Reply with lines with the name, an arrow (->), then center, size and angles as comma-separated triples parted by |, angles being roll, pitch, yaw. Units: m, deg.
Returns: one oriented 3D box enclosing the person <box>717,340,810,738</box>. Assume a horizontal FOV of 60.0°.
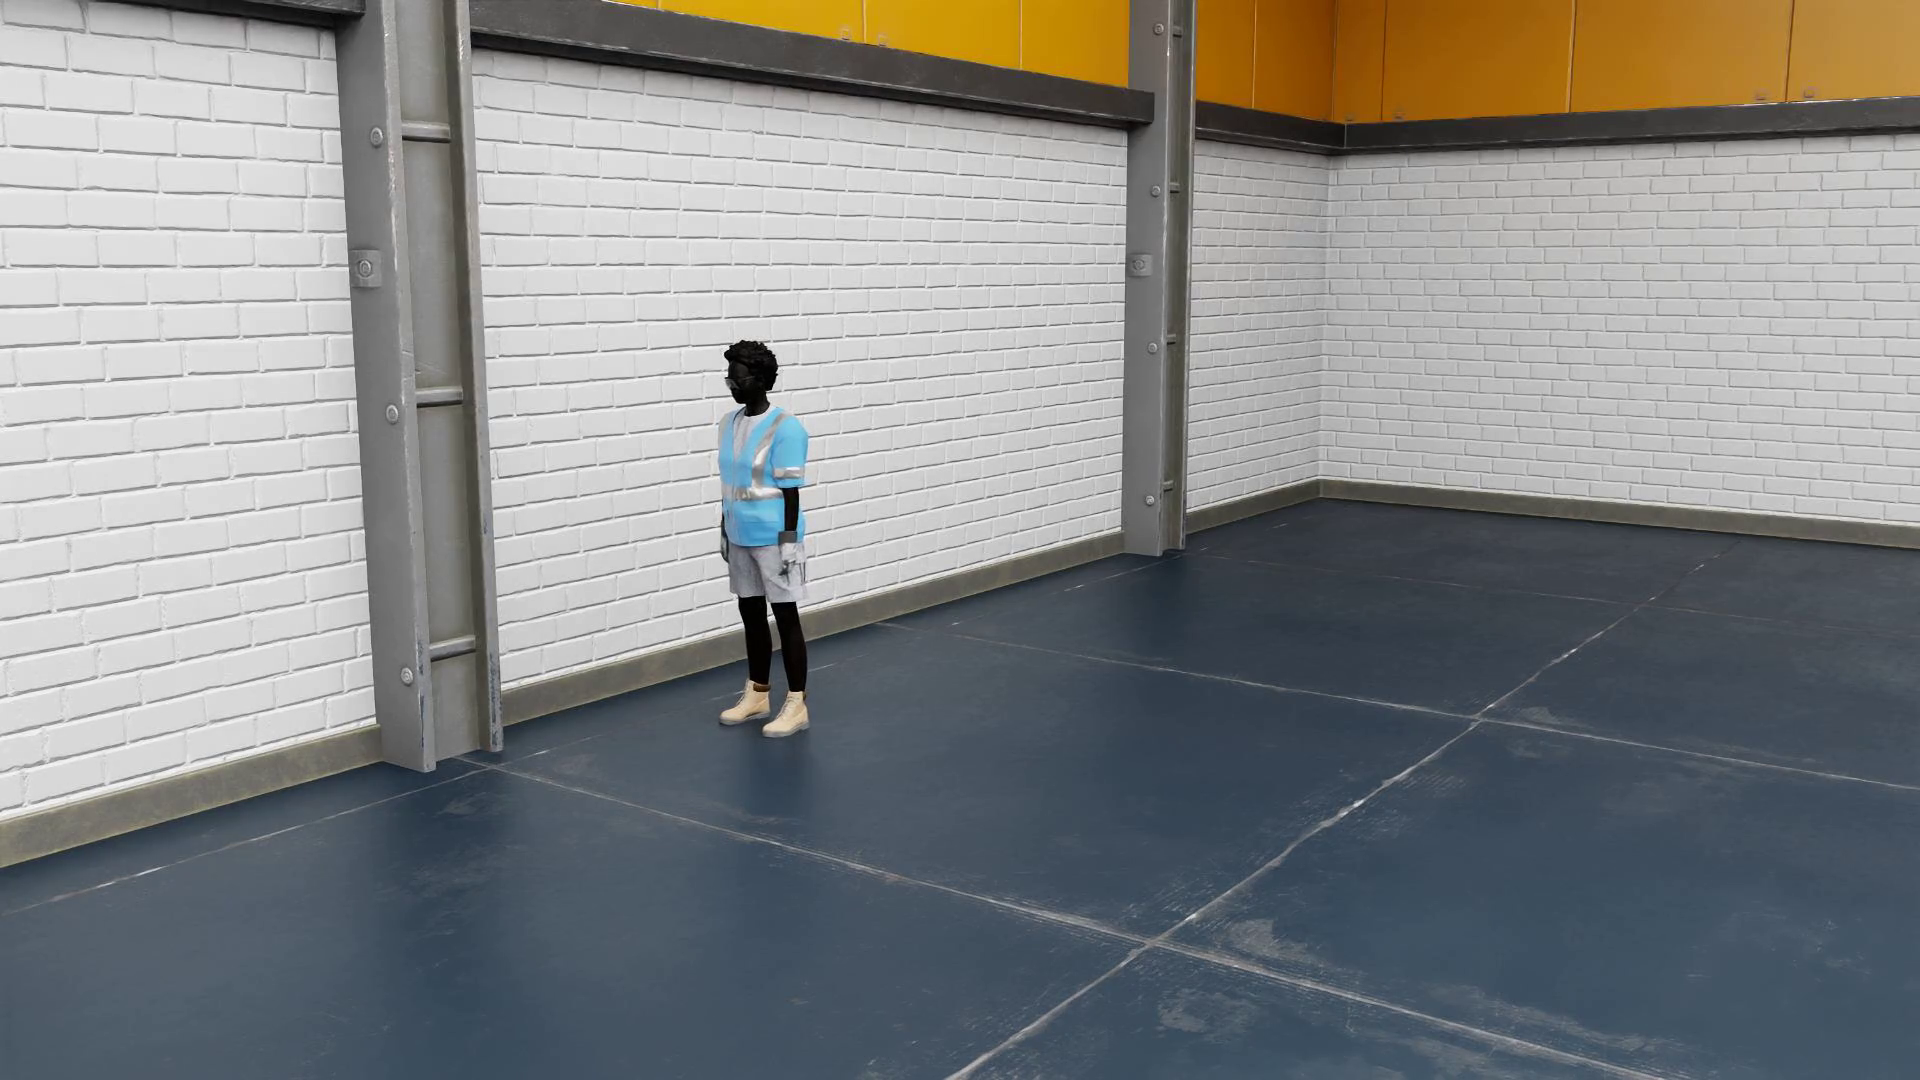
person -> -0.857, -0.009, 7.136 | 0.532, 1.693, 0.319 | 9, 13, 42
